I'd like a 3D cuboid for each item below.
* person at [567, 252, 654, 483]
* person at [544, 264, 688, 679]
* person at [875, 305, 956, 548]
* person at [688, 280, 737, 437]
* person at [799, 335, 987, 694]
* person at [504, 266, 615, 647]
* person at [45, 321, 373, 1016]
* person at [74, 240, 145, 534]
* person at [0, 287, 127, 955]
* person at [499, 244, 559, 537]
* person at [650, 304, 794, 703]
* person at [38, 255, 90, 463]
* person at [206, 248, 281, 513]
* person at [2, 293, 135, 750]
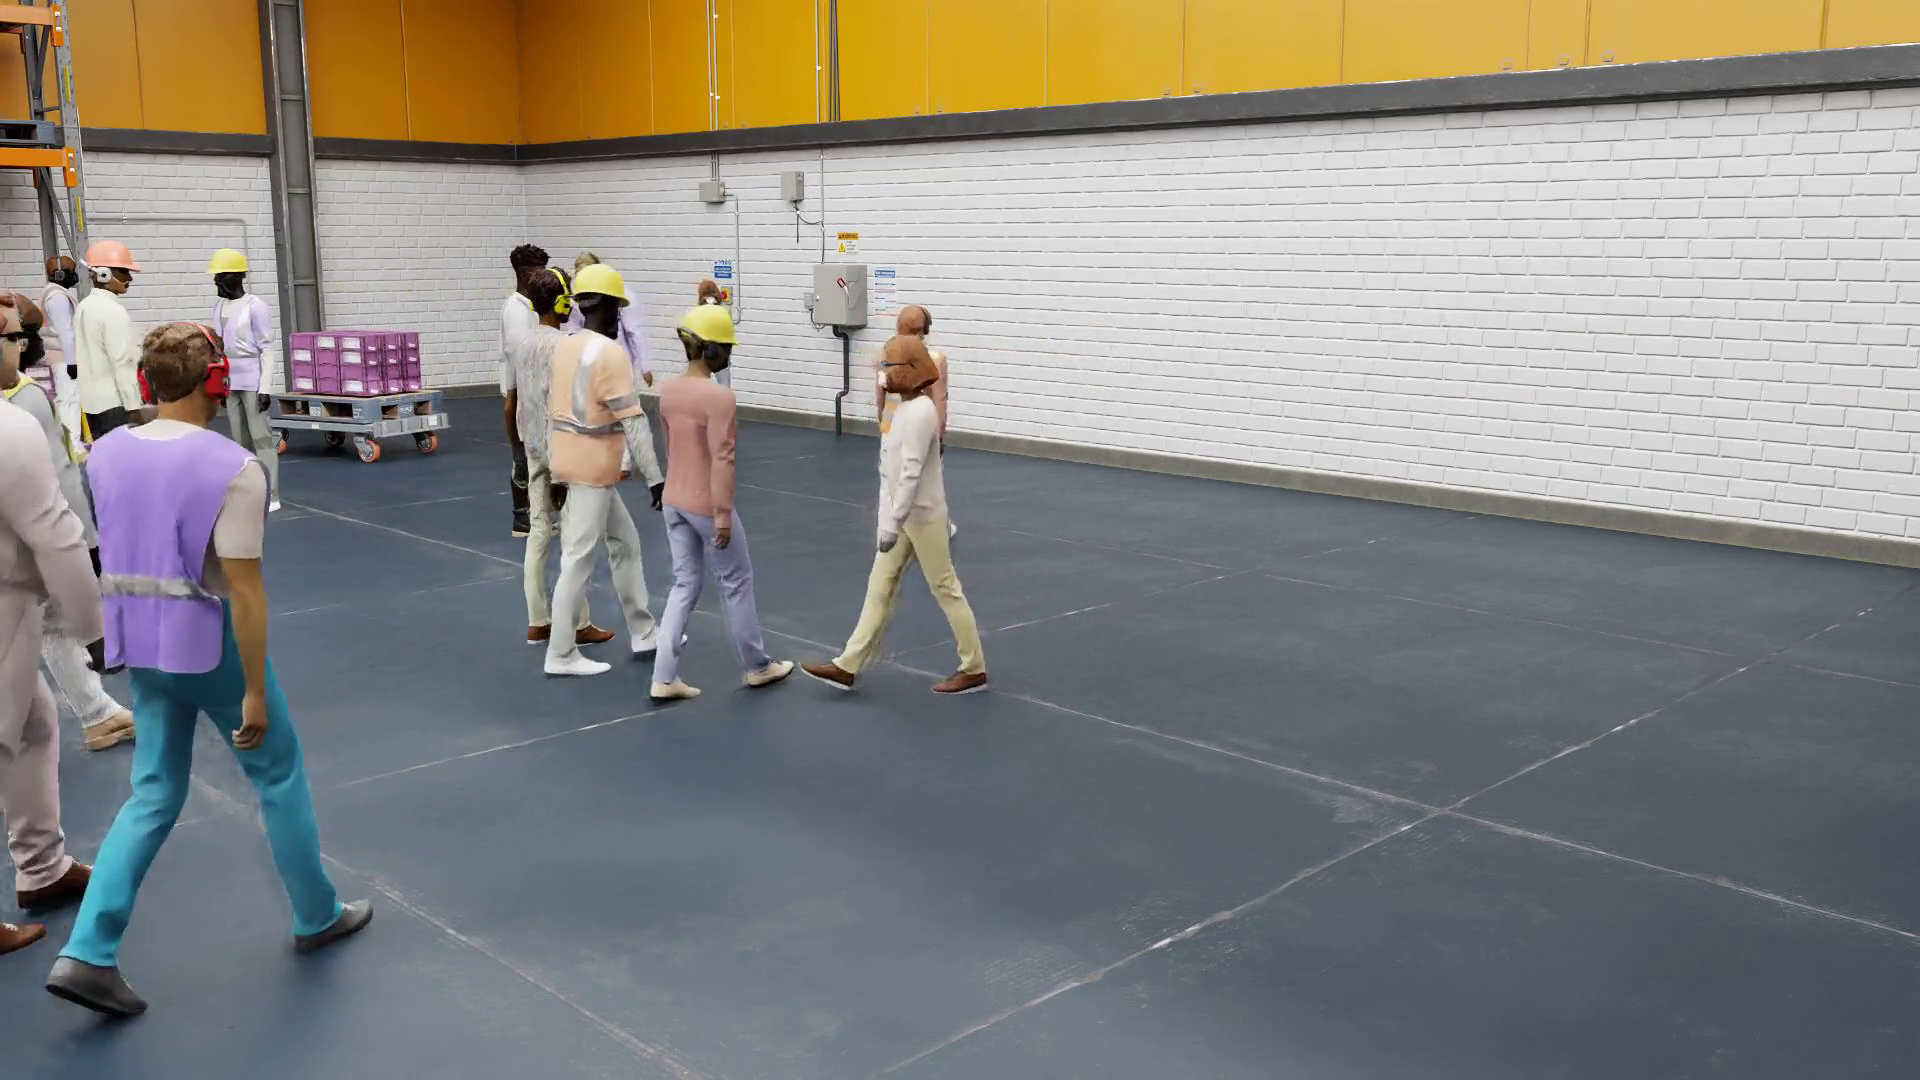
[{"bbox_3d":[-2.850,-1.431,13.766,0.689,1.892,0.740,4,11,20],"label":"person"},{"bbox_3d":[-1.589,-0.321,7.714,0.890,1.878,0.631,-6,12,-31],"label":"person"},{"bbox_3d":[-0.292,-0.671,10.428,0.521,1.587,0.899,4,11,20],"label":"person"},{"bbox_3d":[-2.454,-1.782,16.503,0.505,1.575,0.854,-5,12,-26],"label":"person"},{"bbox_3d":[-0.263,-0.090,7.241,0.844,1.586,0.514,-2,11,-12],"label":"person"},{"bbox_3d":[-1.986,-0.401,8.196,0.531,1.870,0.316,4,11,23],"label":"person"},{"bbox_3d":[-2.061,0.328,4.409,0.560,1.806,0.873,3,11,16],"label":"person"},{"bbox_3d":[-5.152,-0.821,10.157,0.612,1.990,0.392,10,14,43],"label":"person"},{"bbox_3d":[-2.682,0.228,4.741,0.648,1.880,0.769,7,13,35],"label":"person"},{"bbox_3d":[-2.915,-1.006,11.234,0.363,1.962,0.612,-2,11,-10],"label":"person"},{"bbox_3d":[-1.059,-0.155,7.247,0.554,1.718,0.736,10,14,42],"label":"person"},{"bbox_3d":[-7.951,-1.608,14.855,0.429,1.844,0.626,-7,12,-33],"label":"person"},{"bbox_3d":[-5.202,-1.137,12.054,0.590,1.926,0.388,7,12,33],"label":"person"},{"bbox_3d":[-3.395,-0.011,6.252,0.629,1.812,0.864,10,14,42],"label":"person"}]
